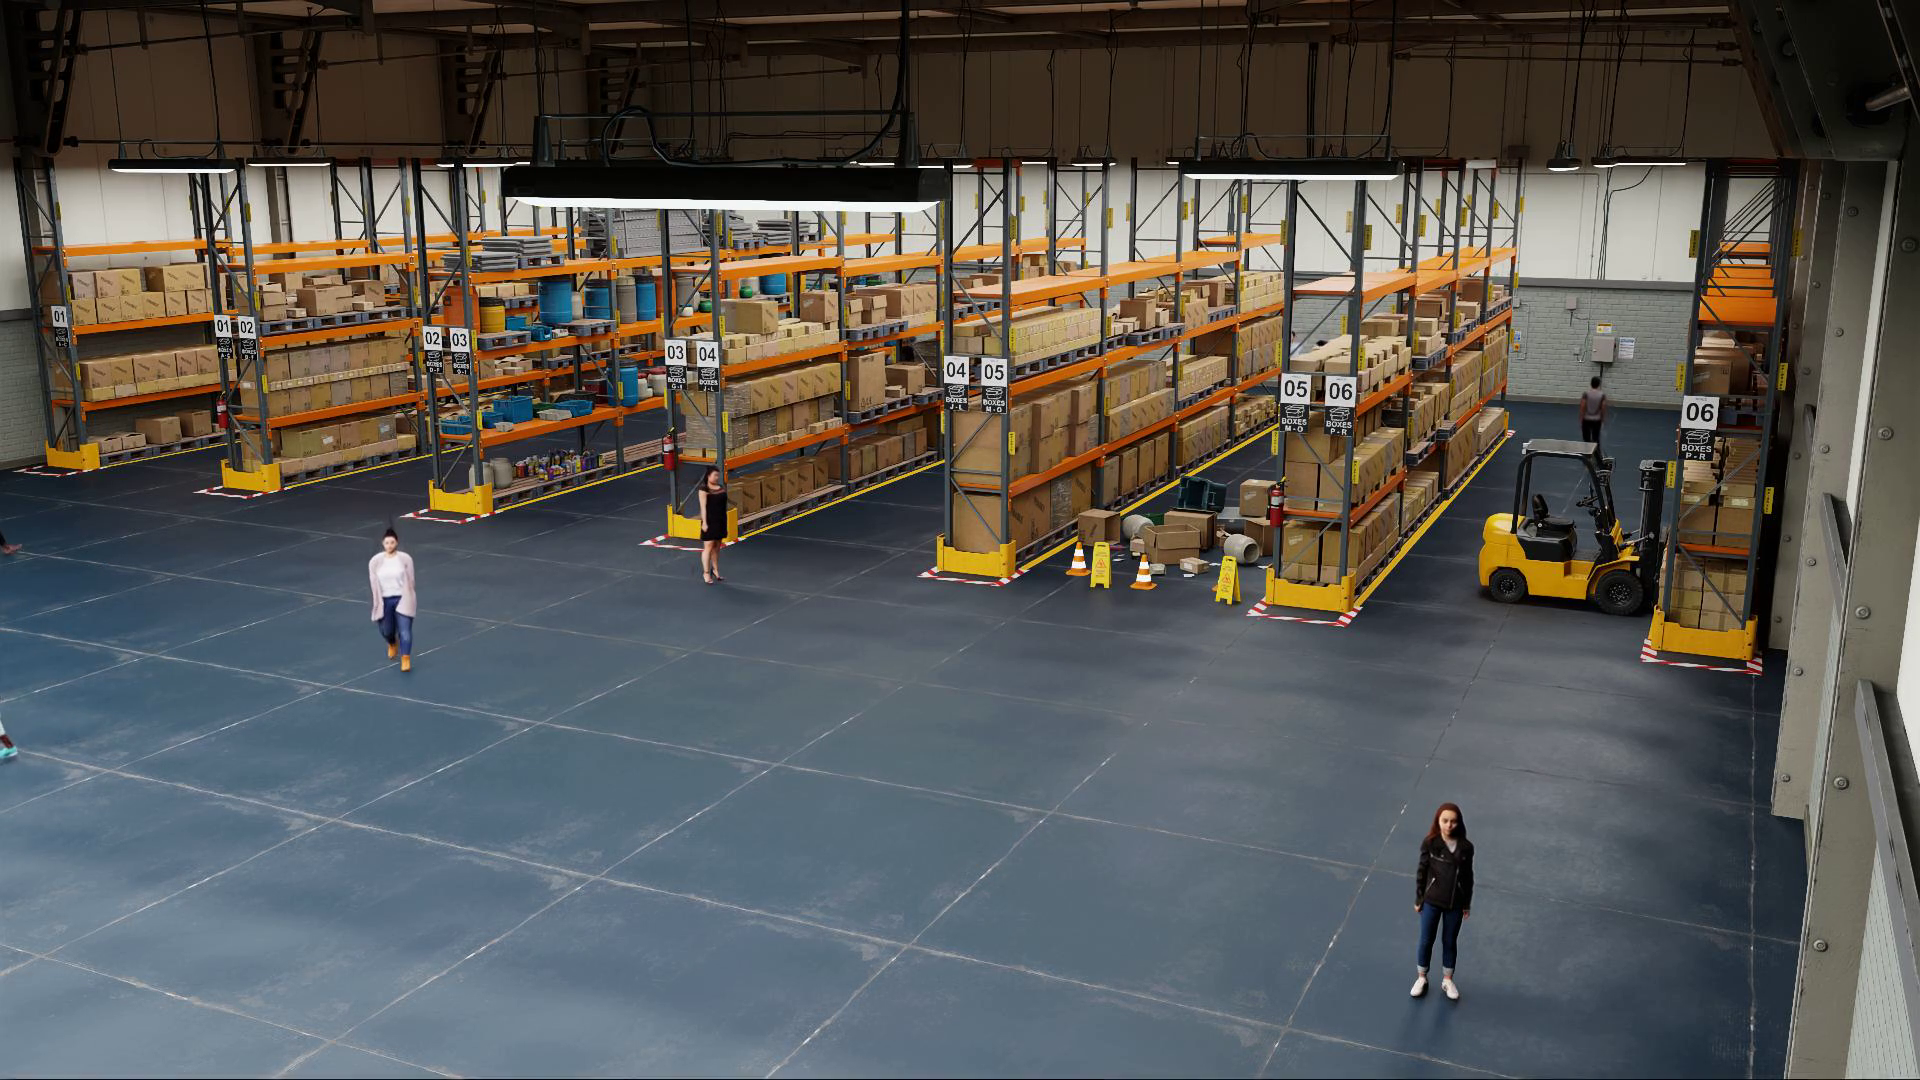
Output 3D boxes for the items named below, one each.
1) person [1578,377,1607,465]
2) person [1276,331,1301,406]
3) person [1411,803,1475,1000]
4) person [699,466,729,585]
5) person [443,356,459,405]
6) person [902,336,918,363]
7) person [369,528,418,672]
[{"bbox_3d":[12.586,-2.361,33.122,0.733,1.731,0.973,3,13,12],"label":"person"},{"bbox_3d":[8.162,-4.210,40.906,1.275,1.823,1.076,-8,15,-31],"label":"person"},{"bbox_3d":[3.531,2.620,12.161,0.615,1.483,0.599,2,13,8],"label":"person"},{"bbox_3d":[-3.561,-0.233,23.967,0.730,1.715,0.562,7,15,29],"label":"person"},{"bbox_3d":[-11.989,-3.779,39.161,0.622,1.770,0.546,5,14,20],"label":"person"},{"bbox_3d":[-1.186,-4.137,40.548,0.808,1.841,1.007,3,13,14],"label":"person"},{"bbox_3d":[-6.758,0.695,19.934,0.922,1.728,0.994,-3,13,-14],"label":"person"}]
